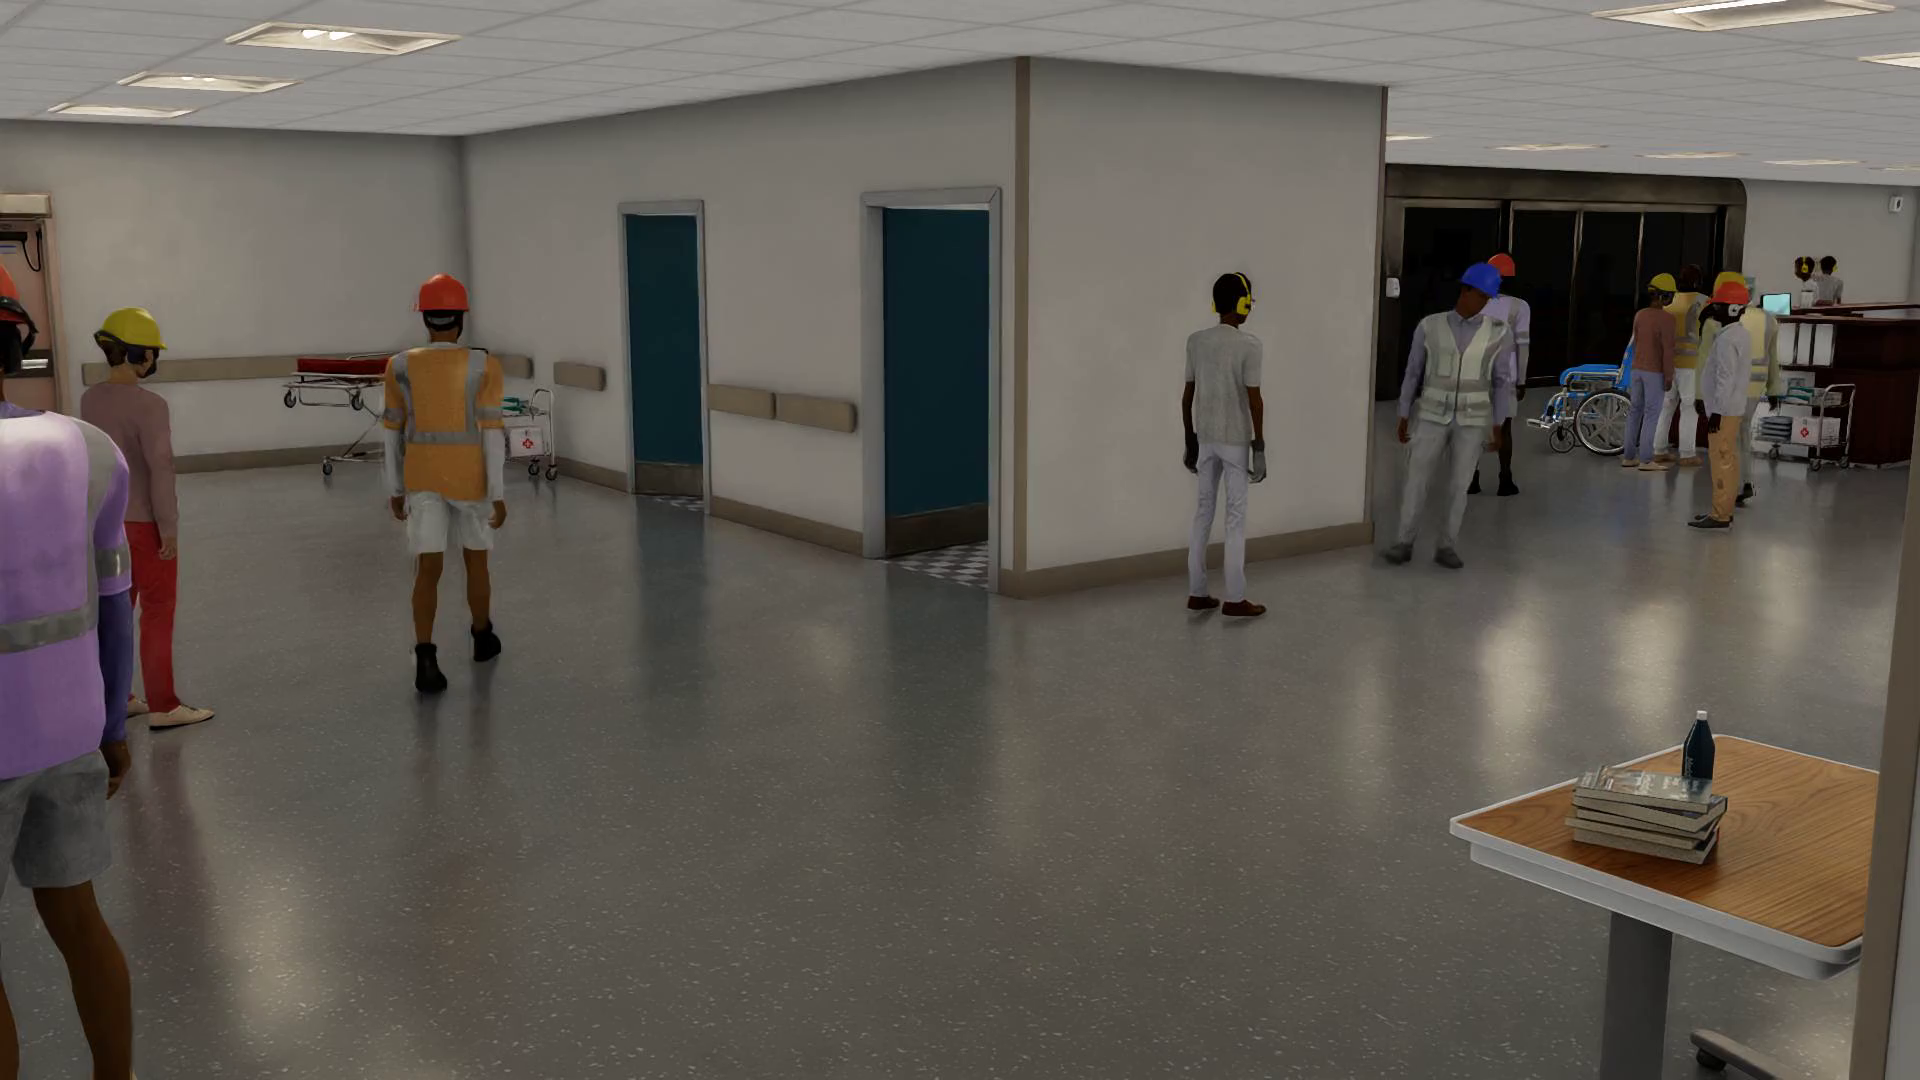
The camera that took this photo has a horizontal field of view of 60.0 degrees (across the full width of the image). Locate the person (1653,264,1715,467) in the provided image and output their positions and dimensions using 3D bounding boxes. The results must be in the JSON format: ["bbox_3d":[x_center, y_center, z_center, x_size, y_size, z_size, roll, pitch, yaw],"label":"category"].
[{"bbox_3d":[6.609,-1.585,15.168,0.430,1.836,0.619,-5,11,-26],"label":"person"}]

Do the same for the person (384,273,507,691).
[{"bbox_3d":[-2.373,-0.277,7.677,0.566,1.890,0.998,-1,10,-4],"label":"person"}]

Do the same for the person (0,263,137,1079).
[{"bbox_3d":[-1.997,0.407,3.449,0.408,2.029,0.613,4,11,21],"label":"person"}]

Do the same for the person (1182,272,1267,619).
[{"bbox_3d":[1.437,-0.507,9.020,0.534,1.863,0.310,10,14,44],"label":"person"}]

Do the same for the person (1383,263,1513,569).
[{"bbox_3d":[3.054,-0.755,10.310,0.668,1.910,0.397,3,10,15],"label":"person"}]

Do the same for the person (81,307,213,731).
[{"bbox_3d":[-3.421,-0.083,6.942,0.541,1.760,0.331,5,11,28],"label":"person"}]

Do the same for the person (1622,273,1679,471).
[{"bbox_3d":[6.202,-1.497,14.873,0.342,1.756,0.518,-3,11,-16],"label":"person"}]

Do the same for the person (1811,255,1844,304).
[{"bbox_3d":[12.530,-3.214,24.242,0.575,1.845,0.468,5,11,27],"label":"person"}]

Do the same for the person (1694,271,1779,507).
[{"bbox_3d":[5.970,-1.165,12.868,0.618,1.804,0.537,-1,10,-5],"label":"person"}]

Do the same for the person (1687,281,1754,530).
[{"bbox_3d":[5.415,-0.953,11.813,0.319,1.755,0.573,7,12,33],"label":"person"}]

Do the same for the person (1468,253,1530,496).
[{"bbox_3d":[4.290,-1.324,13.384,0.547,1.938,0.378,6,12,29],"label":"person"}]
